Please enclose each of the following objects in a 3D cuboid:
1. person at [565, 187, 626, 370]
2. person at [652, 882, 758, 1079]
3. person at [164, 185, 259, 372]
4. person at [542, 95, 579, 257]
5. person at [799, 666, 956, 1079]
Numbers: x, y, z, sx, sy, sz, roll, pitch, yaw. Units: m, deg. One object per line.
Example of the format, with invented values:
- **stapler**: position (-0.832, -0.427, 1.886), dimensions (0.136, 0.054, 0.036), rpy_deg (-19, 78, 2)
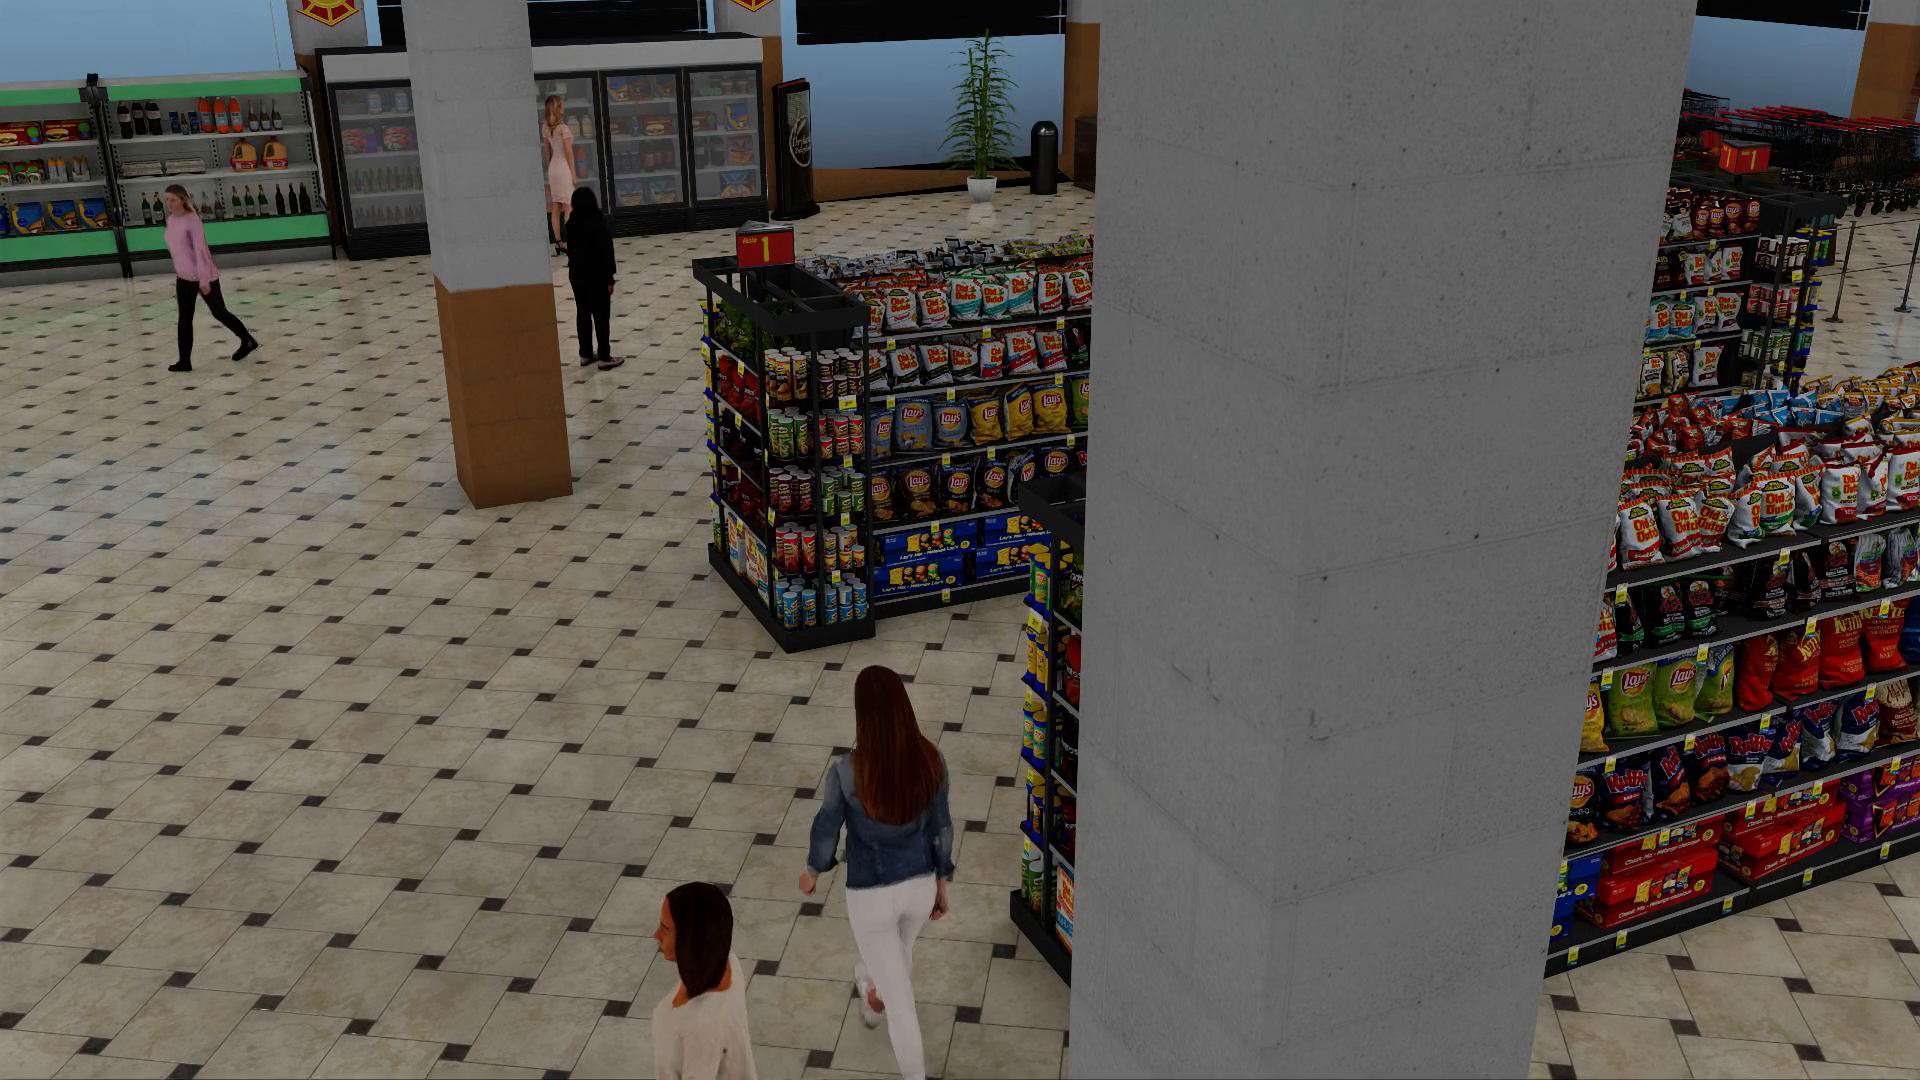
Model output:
- **person**: position (-3.310, -2.348, 14.899), dimensions (0.756, 1.616, 0.786), rpy_deg (14, 26, 31)
- **person**: position (-0.607, 1.714, 4.752), dimensions (1.108, 1.644, 0.828), rpy_deg (-4, 22, -9)
- **person**: position (-6.727, -2.349, 14.860), dimensions (1.084, 1.647, 1.207), rpy_deg (12, 25, 28)
- **person**: position (-4.631, -4.217, 19.266), dimensions (0.649, 1.830, 0.652), rpy_deg (15, 27, 33)
- **person**: position (-0.197, 1.293, 5.784), dimensions (0.994, 1.656, 0.729), rpy_deg (-13, 25, -29)
